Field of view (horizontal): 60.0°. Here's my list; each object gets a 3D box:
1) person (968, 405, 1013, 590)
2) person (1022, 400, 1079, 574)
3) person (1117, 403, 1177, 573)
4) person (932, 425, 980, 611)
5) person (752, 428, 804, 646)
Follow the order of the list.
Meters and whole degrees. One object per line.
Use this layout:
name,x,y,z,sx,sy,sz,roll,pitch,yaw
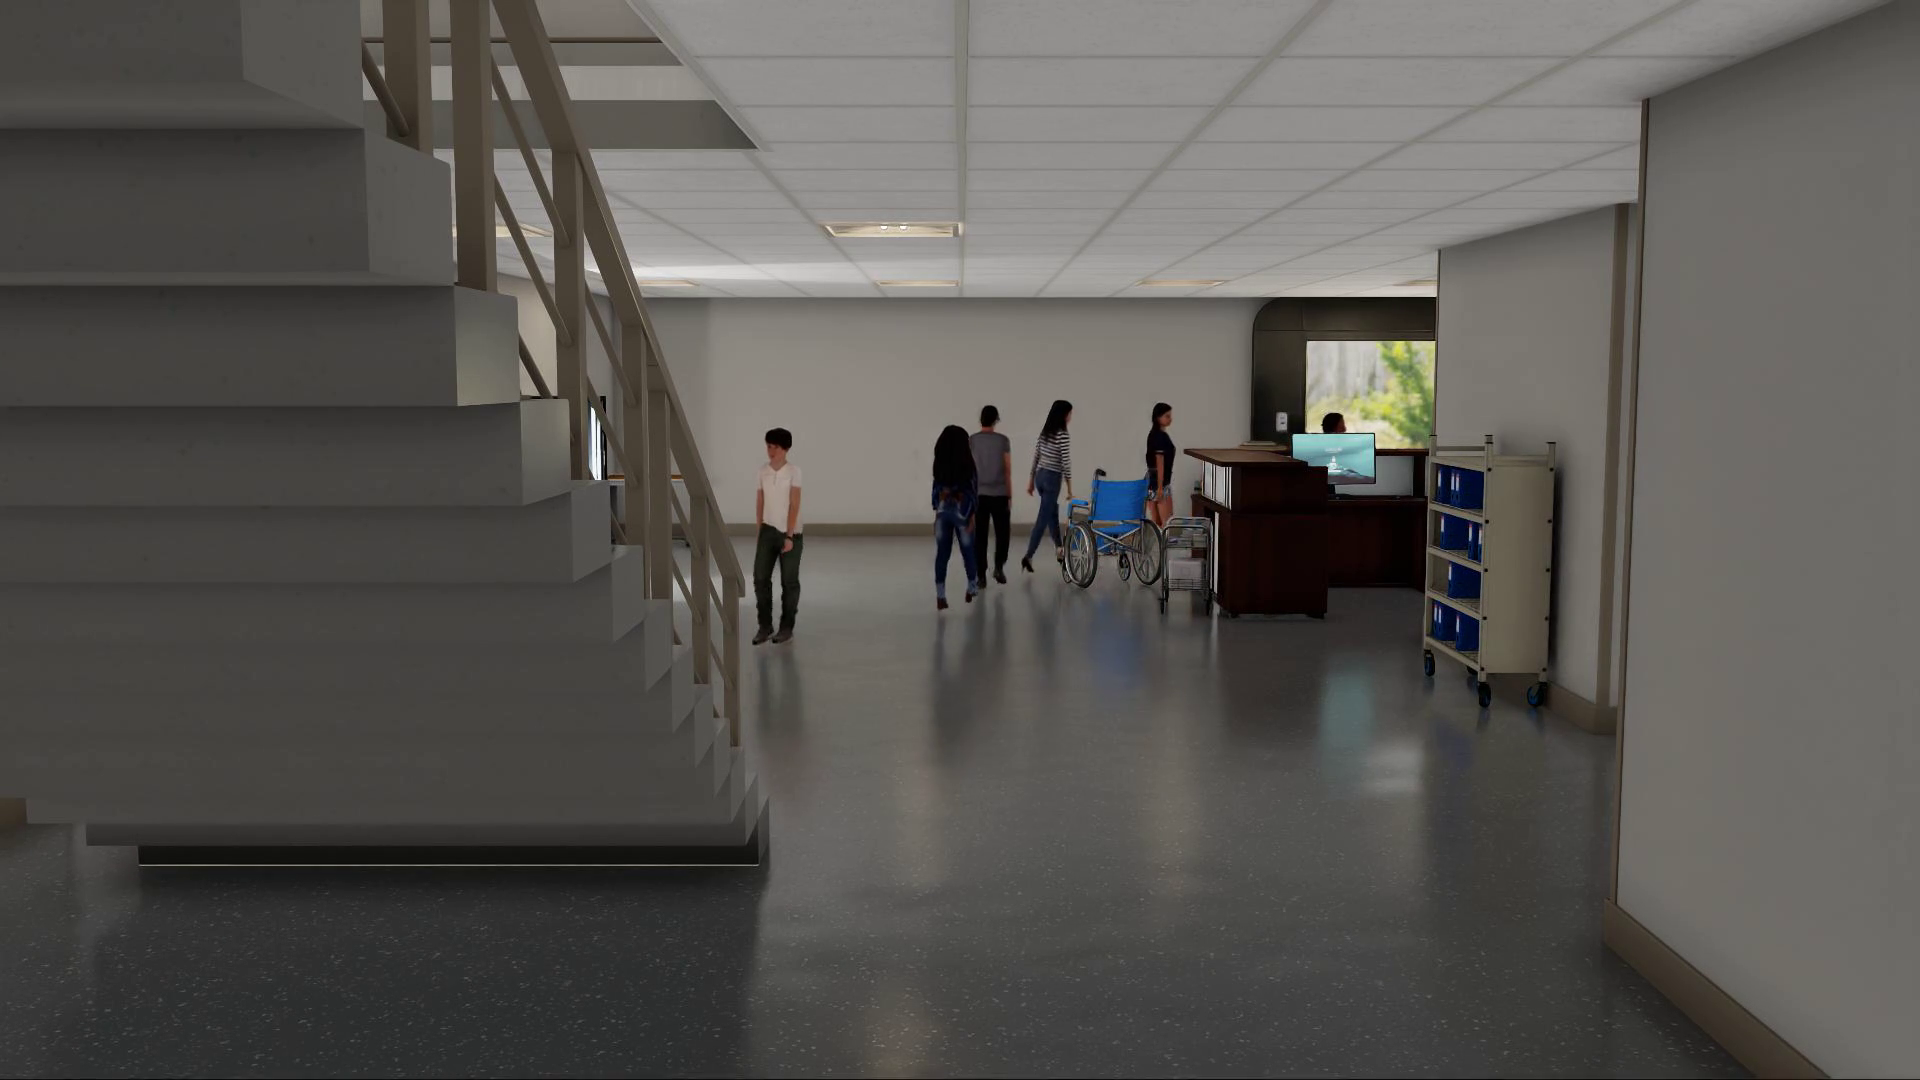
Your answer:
person,0.264,-0.401,15.802,0.659,1.740,0.633,1,6,6
person,0.844,-0.498,16.757,1.081,1.741,1.051,-6,8,-44
person,1.930,-0.512,16.940,0.706,1.733,0.873,-1,6,-7
person,-0.083,-0.152,14.189,0.825,1.568,1.135,2,6,17
person,-1.318,-0.030,12.604,0.646,1.642,0.758,2,6,16
